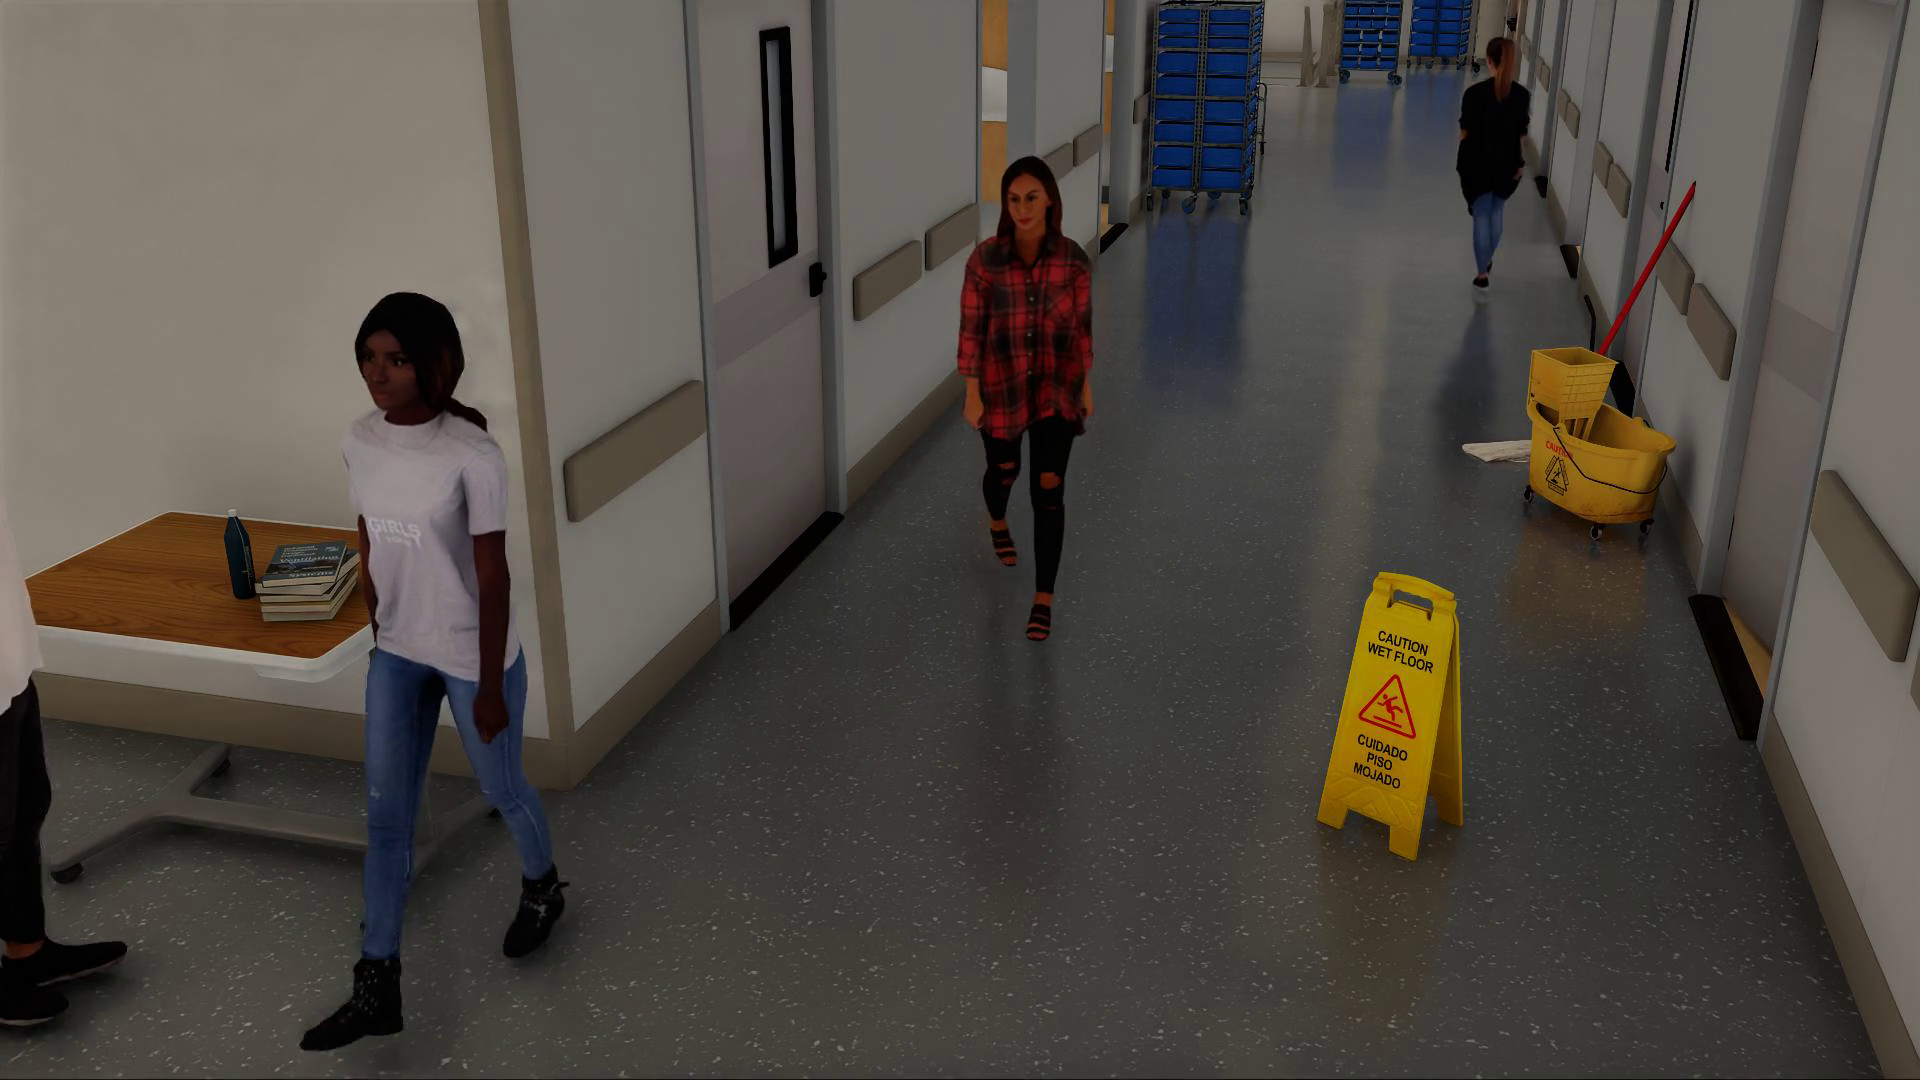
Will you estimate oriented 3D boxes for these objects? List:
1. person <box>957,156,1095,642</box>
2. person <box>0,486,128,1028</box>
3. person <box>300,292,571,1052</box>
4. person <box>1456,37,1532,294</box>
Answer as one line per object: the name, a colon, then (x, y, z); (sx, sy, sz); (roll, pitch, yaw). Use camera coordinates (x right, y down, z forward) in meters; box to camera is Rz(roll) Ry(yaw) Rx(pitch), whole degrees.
person: (0.230, -0.535, 6.021); (0.852, 1.664, 1.197); (-1, 21, -3)
person: (-2.245, 0.297, 3.712); (0.811, 1.712, 0.723); (-7, 22, -18)
person: (-1.138, 0.275, 3.853); (0.643, 1.684, 1.044); (7, 22, 18)
person: (3.588, -2.494, 11.204); (0.709, 1.655, 0.960); (2, 21, 6)
